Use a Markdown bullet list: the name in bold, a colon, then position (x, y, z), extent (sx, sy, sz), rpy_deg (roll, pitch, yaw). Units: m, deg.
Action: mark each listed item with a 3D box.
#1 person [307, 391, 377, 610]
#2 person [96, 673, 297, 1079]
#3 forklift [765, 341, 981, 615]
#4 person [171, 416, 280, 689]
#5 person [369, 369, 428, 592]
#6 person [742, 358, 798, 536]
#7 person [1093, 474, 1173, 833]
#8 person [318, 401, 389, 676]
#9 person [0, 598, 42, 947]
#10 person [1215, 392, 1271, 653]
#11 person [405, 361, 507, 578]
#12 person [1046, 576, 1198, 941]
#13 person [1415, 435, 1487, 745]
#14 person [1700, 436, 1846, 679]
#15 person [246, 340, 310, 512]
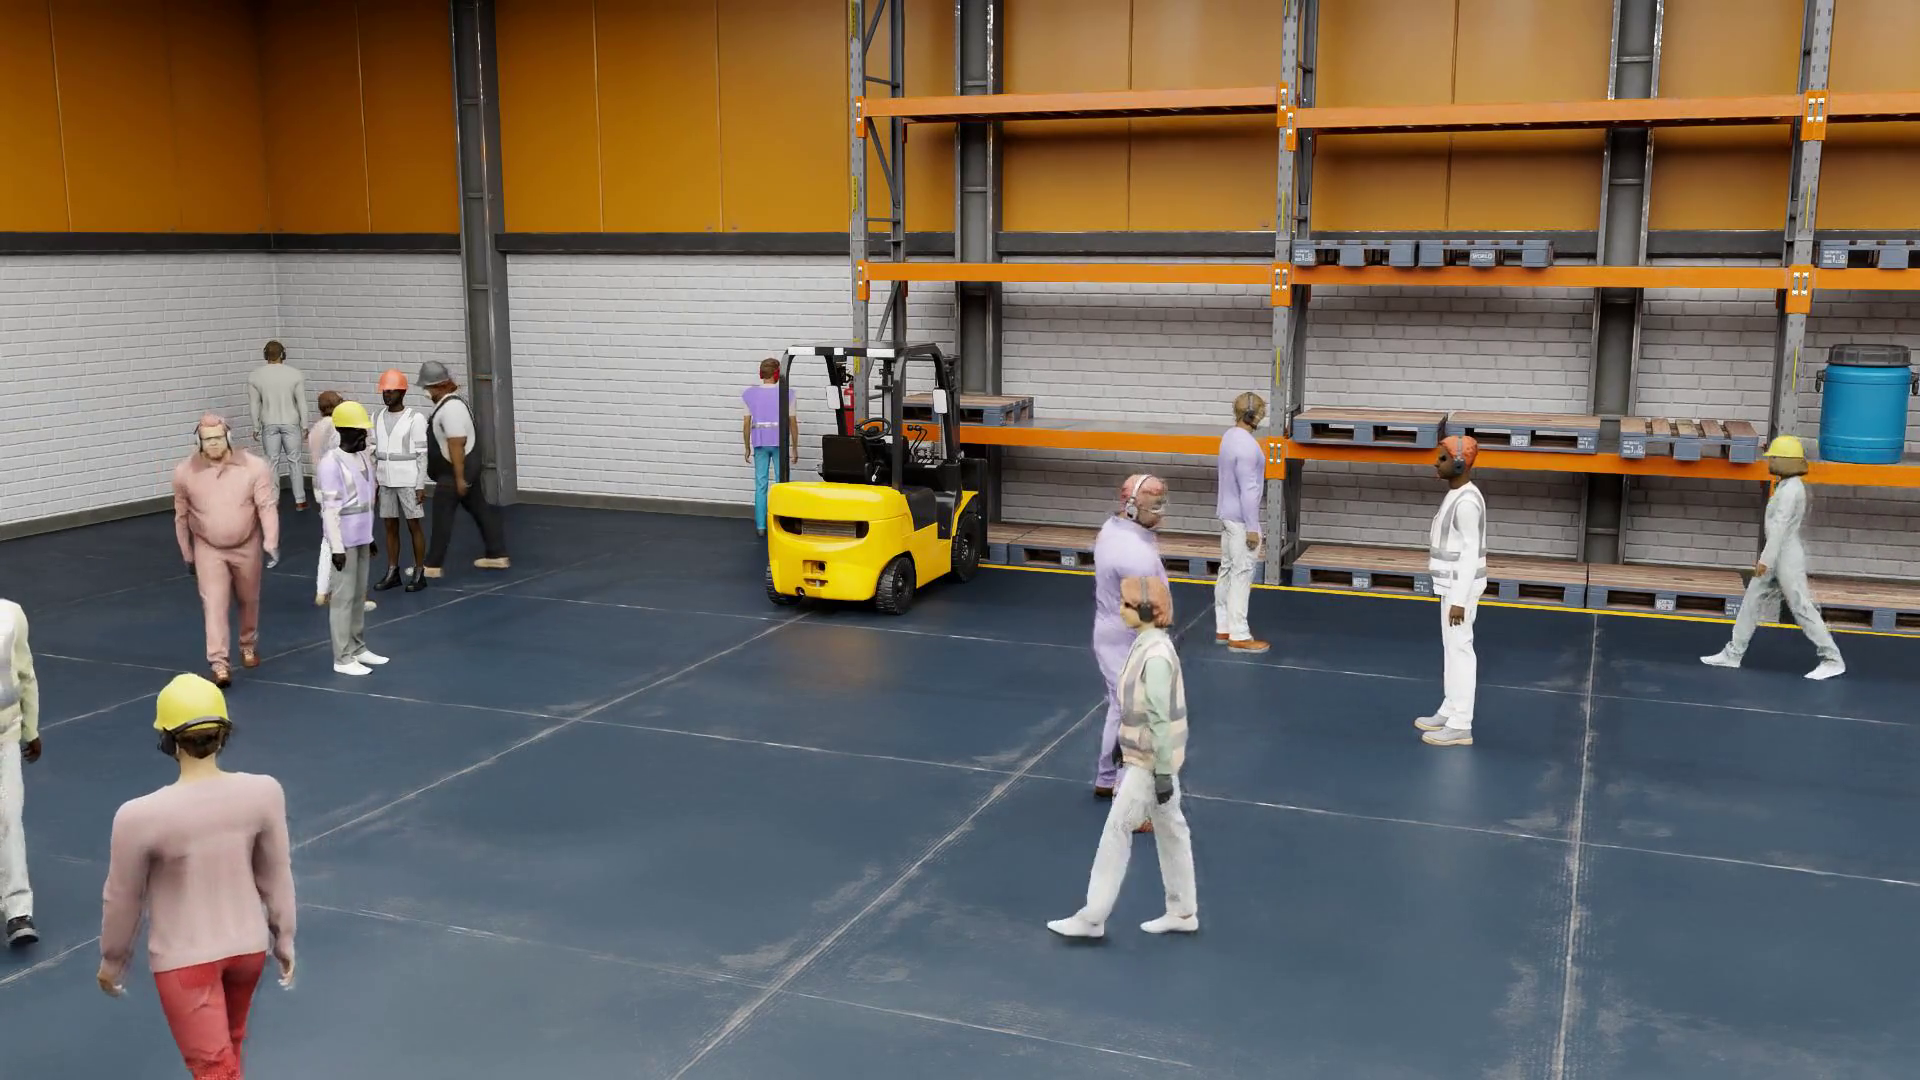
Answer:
- **person**: position (-5.129, -0.321, 13.772), extent (0.431, 1.813, 0.707), rpy_deg (-8, 13, -39)
- **person**: position (-2.362, 1.264, 5.182), extent (0.912, 1.719, 0.526), rpy_deg (8, 13, 37)
- **forklift**: position (-0.739, -0.602, 14.246), extent (1.214, 2.155, 2.313), rpy_deg (4, 11, 21)
- **person**: position (-5.074, 0.060, 11.536), extent (0.638, 1.849, 1.028), rpy_deg (-5, 11, -26)
- **person**: position (-4.884, -0.514, 14.461), extent (0.544, 1.943, 0.347), rpy_deg (2, 10, 13)
- **person**: position (-1.956, -0.948, 17.155), extent (0.564, 1.841, 0.389), rpy_deg (0, 10, 2)
- **person**: position (0.898, 0.569, 8.633), extent (0.398, 1.871, 0.709), rpy_deg (-1, 10, -7)
- **person**: position (-4.274, -0.019, 11.743), extent (0.388, 1.926, 0.590), rpy_deg (1, 10, 4)
- **person**: position (-4.272, 0.874, 7.142), extent (0.617, 1.787, 0.899), rpy_deg (-7, 12, -35)
- **person**: position (2.116, -0.135, 12.383), extent (0.405, 1.932, 0.646), rpy_deg (-1, 10, -5)
- **person**: position (-4.615, -0.693, 15.178), extent (0.904, 2.000, 0.712), rpy_deg (-3, 11, -16)
- **person**: position (0.708, 0.950, 7.209), extent (0.761, 1.605, 0.551), rpy_deg (1, 10, 5)
- **person**: position (2.995, 0.304, 10.070), extent (0.361, 1.883, 0.574), rpy_deg (2, 10, 11)
- **person**: position (5.778, 0.117, 11.629), extent (0.908, 1.698, 0.491), rpy_deg (4, 11, 20)
- **person**: position (-7.652, -1.274, 18.721), extent (0.627, 1.934, 0.372), rpy_deg (-3, 11, -15)
